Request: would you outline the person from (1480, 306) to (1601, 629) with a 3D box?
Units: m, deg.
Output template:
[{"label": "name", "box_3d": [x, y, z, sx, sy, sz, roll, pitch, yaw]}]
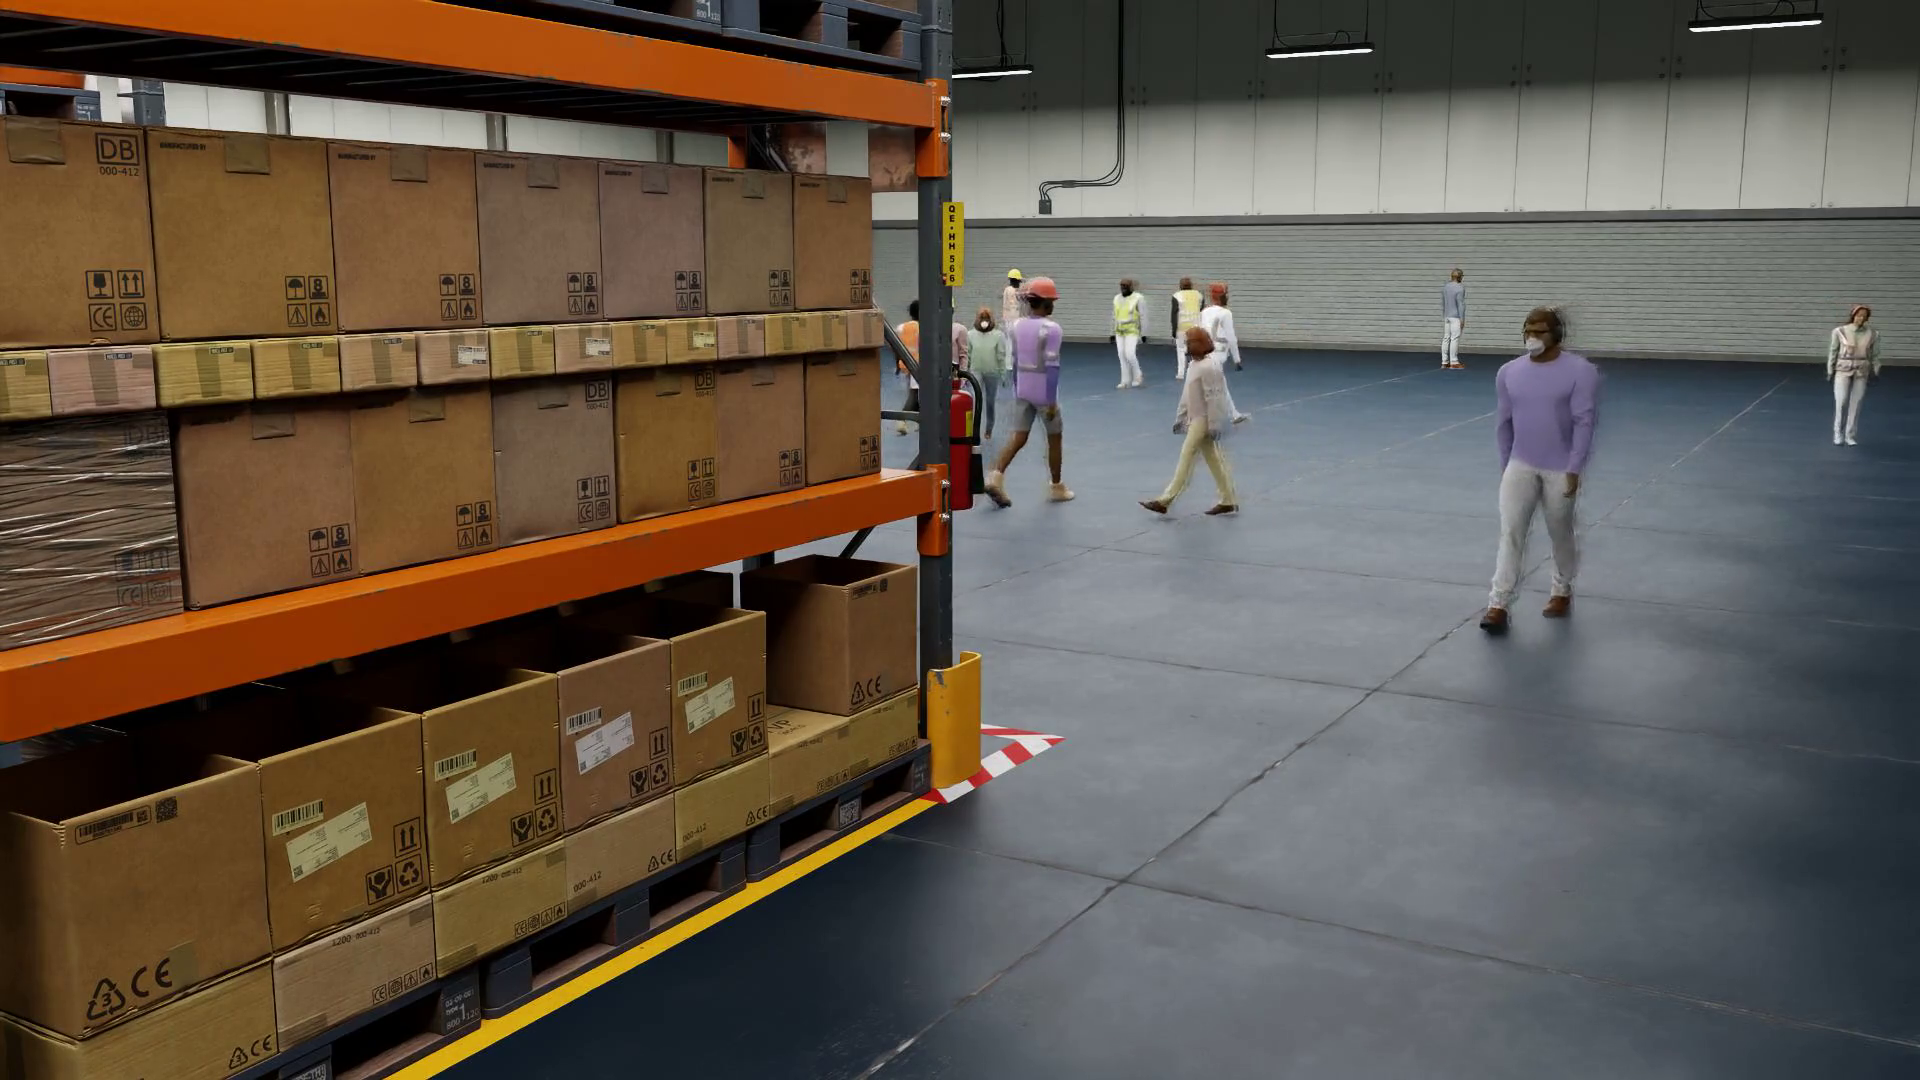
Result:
[{"label": "person", "box_3d": [3.418, -0.423, 9.798, 0.632, 1.889, 1.009, 7, 12, 37]}]

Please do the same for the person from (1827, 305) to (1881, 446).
[{"label": "person", "box_3d": [10.243, -1.874, 19.042, 0.534, 1.618, 0.525, 3, 10, 15]}]

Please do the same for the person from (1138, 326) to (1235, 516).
[{"label": "person", "box_3d": [1.923, -0.979, 13.881, 0.869, 1.582, 0.516, -1, 10, -4]}]

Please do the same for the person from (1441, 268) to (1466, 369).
[{"label": "person", "box_3d": [9.550, -4.270, 32.135, 0.358, 1.939, 0.636, -3, 10, -18]}]

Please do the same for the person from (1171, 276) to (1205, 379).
[{"label": "person", "box_3d": [4.049, -3.744, 29.432, 0.636, 1.824, 0.602, -3, 10, -18]}]

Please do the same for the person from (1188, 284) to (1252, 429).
[{"label": "person", "box_3d": [3.235, -2.260, 20.692, 1.027, 1.825, 0.582, -4, 11, -23]}]

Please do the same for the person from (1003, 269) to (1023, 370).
[{"label": "person", "box_3d": [1.014, -4.200, 31.766, 0.380, 1.923, 0.595, -1, 10, -6]}]

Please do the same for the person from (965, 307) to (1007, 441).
[{"label": "person", "box_3d": [0.297, -1.937, 19.496, 0.502, 1.600, 0.774, 0, 10, 2]}]

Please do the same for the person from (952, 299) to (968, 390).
[{"label": "person", "box_3d": [-0.170, -1.812, 18.243, 0.525, 1.772, 0.306, 3, 10, 15]}]

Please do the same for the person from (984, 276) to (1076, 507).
[{"label": "person", "box_3d": [0.621, -1.285, 14.480, 1.007, 2.010, 0.612, -9, 13, -44]}]

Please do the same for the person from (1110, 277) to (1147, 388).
[{"label": "person", "box_3d": [2.754, -3.395, 27.340, 0.646, 1.826, 0.433, 9, 13, 44]}]

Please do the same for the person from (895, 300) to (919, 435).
[{"label": "person", "box_3d": [-0.567, -2.114, 20.378, 0.536, 1.658, 0.891, 6, 11, 30]}]
